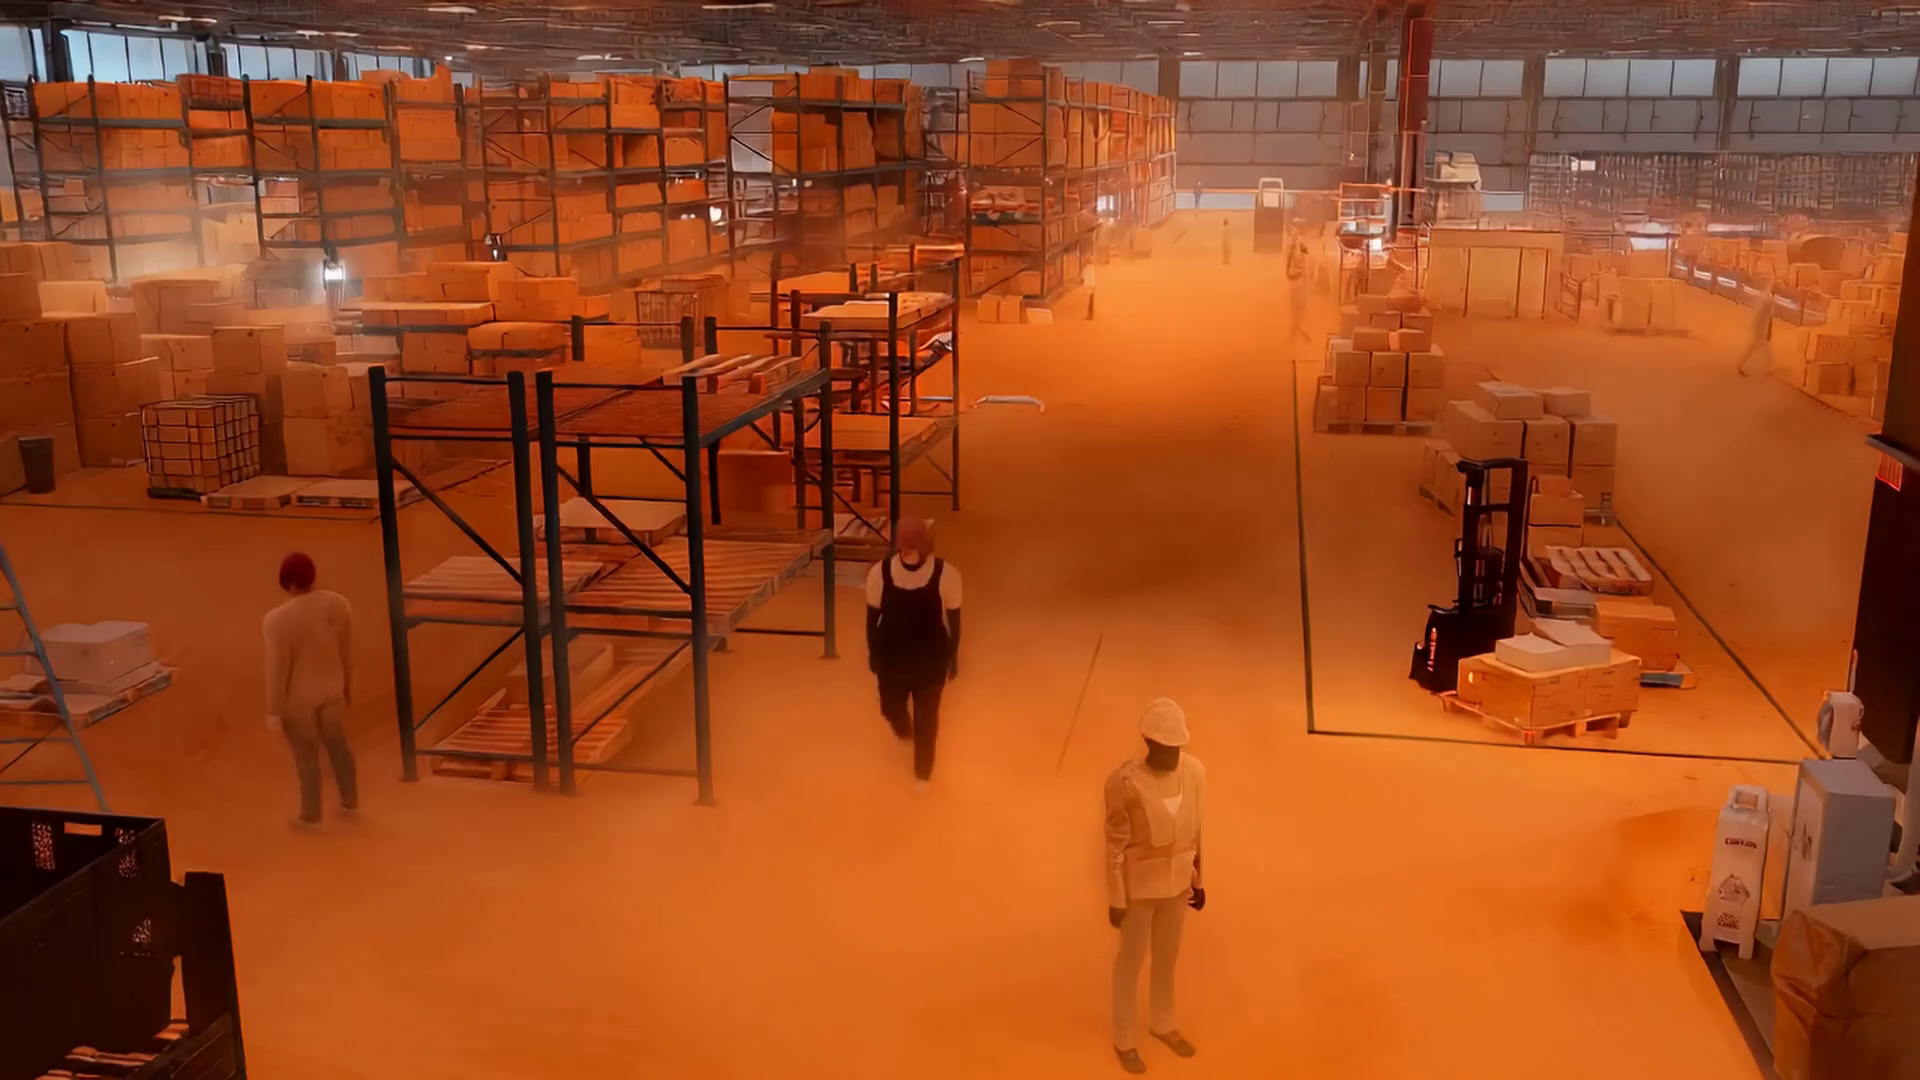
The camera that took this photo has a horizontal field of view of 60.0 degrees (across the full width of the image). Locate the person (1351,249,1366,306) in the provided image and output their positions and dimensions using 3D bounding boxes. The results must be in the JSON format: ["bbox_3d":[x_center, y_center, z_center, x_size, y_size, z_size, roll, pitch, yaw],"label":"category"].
[{"bbox_3d":[9.234,-5.804,38.727,0.374,1.929,0.542,6,15,22],"label":"person"}]

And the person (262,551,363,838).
[{"bbox_3d":[-4.283,1.018,11.010,0.363,1.938,0.642,9,16,33],"label":"person"}]

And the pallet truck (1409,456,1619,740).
[{"bbox_3d":[4.504,0.400,13.395,0.823,1.965,1.885,-6,15,-23],"label":"pallet truck"}]

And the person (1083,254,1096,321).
[{"bbox_3d":[3.198,-6.236,41.081,0.307,1.636,0.525,0,14,2],"label":"person"}]

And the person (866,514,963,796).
[{"bbox_3d":[-0.325,0.759,11.849,0.692,2.000,0.716,2,14,7],"label":"person"}]

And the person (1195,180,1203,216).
[{"bbox_3d":[13.091,-18.695,91.048,0.402,1.937,0.603,-3,14,-10],"label":"person"}]

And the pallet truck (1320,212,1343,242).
[{"bbox_3d":[15.874,-13.227,70.310,0.680,1.201,1.601,10,17,35],"label":"pallet truck"}]

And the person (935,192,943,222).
[{"bbox_3d":[-1.093,-17.177,85.099,0.404,1.833,0.590,3,14,11],"label":"person"}]

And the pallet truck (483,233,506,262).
[{"bbox_3d":[-11.832,-7.026,43.548,1.885,1.965,0.823,8,16,28],"label":"pallet truck"}]

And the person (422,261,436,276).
[{"bbox_3d":[-12.372,-5.689,38.824,0.859,1.640,0.541,6,15,22],"label":"person"}]

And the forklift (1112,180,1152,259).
[{"bbox_3d":[6.082,-11.722,60.796,1.873,2.768,1.129,2,14,9],"label":"forklift"}]

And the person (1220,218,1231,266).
[{"bbox_3d":[9.241,-10.356,57.815,0.279,1.634,0.497,10,17,36],"label":"person"}]

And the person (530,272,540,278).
[{"bbox_3d":[-8.336,-4.279,32.572,0.885,1.906,0.662,11,18,39],"label":"person"}]

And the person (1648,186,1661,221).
[{"bbox_3d":[33.310,-15.945,79.763,0.622,1.992,0.397,-1,14,-4],"label":"person"}]

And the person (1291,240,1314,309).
[{"bbox_3d":[9.001,-6.987,43.771,0.605,1.806,0.508,1,14,3],"label":"person"}]

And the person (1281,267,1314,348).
[{"bbox_3d":[7.291,-4.983,35.766,0.639,1.746,0.536,5,15,18],"label":"person"}]

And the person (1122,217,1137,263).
[{"bbox_3d":[6.024,-10.625,58.950,0.491,1.620,0.500,5,15,18],"label":"person"}]

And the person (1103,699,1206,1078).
[{"bbox_3d":[0.980,1.699,8.267,0.588,1.927,0.370,-8,16,-30],"label":"person"}]

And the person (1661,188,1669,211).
[{"bbox_3d":[36.280,-17.367,85.851,0.570,1.840,0.374,2,14,10],"label":"person"}]

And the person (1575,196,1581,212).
[{"bbox_3d":[30.488,-16.391,81.991,0.850,1.803,0.586,3,14,13],"label":"person"}]

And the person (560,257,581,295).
[{"bbox_3d":[-9.433,-6.046,40.323,0.521,1.631,0.323,0,14,0],"label":"person"}]

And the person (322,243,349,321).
[{"bbox_3d":[-15.426,-6.387,41.138,0.587,1.911,0.397,-7,16,-28],"label":"person"}]

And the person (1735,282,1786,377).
[{"bbox_3d":[15.276,-3.996,31.611,0.959,1.830,0.536,-1,14,-5],"label":"person"}]

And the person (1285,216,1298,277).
[{"bbox_3d":[10.652,-9.420,53.390,0.354,1.939,0.544,8,16,29],"label":"person"}]

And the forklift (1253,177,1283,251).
[{"bbox_3d":[12.083,-12.747,64.956,1.129,2.768,1.873,3,14,10],"label":"forklift"}]

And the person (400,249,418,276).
[{"bbox_3d":[-12.685,-5.724,38.335,0.435,1.969,0.652,-4,14,-17],"label":"person"}]
